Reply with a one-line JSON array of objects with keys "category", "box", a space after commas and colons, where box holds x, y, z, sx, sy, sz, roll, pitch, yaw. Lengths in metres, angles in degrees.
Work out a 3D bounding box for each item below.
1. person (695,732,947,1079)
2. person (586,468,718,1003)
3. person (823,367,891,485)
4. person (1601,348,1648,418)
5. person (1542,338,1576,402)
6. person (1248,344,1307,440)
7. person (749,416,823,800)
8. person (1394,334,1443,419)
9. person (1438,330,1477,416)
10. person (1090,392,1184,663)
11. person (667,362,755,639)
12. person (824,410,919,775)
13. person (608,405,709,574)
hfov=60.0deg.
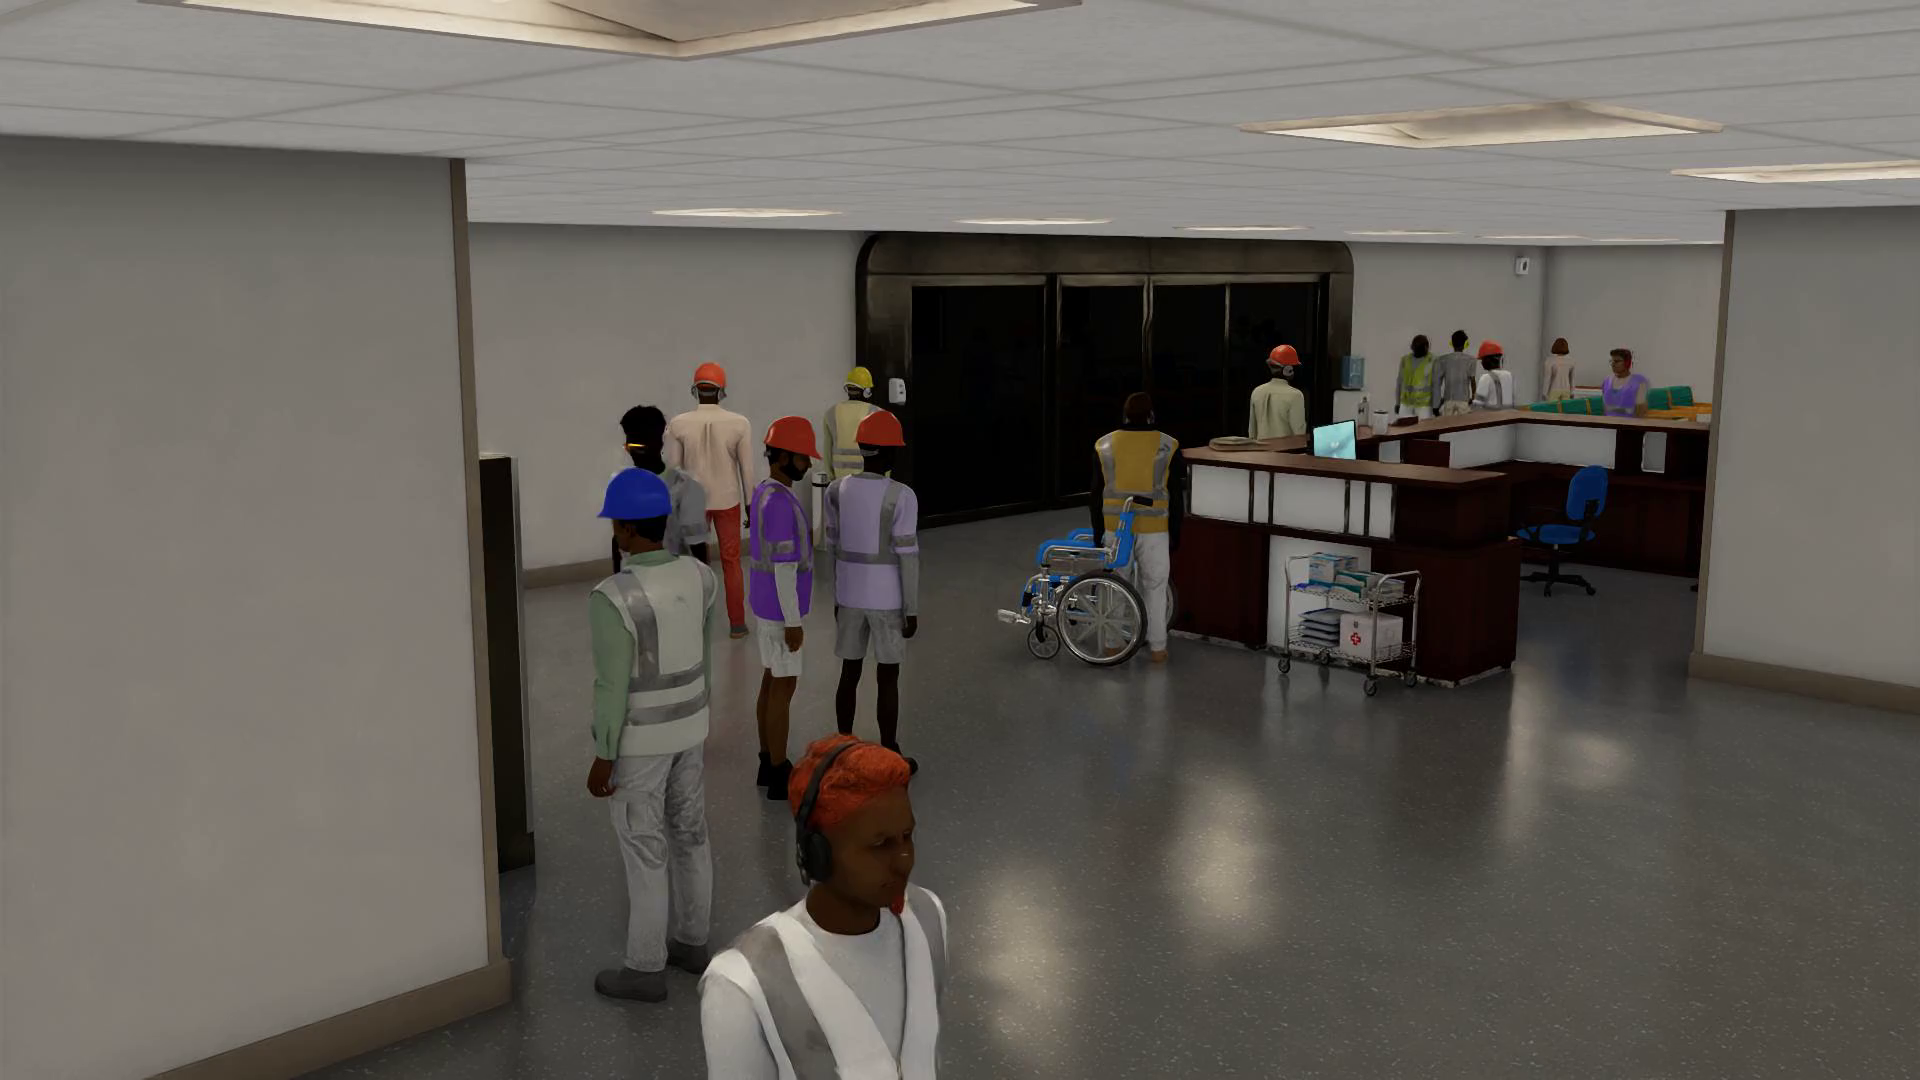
[{"category": "person", "box": [-0.210, 1.255, 2.900, 0.343, 1.881, 0.573, 7, 12, 36]}, {"category": "person", "box": [-1.124, 0.704, 6.072, 0.384, 1.948, 0.605, 5, 11, 29]}, {"category": "person", "box": [-0.859, -0.556, 14.157, 0.600, 1.829, 0.404, 3, 10, 18]}, {"category": "person", "box": [7.068, -1.130, 17.702, 0.581, 1.825, 0.584, -5, 10, -26]}, {"category": "person", "box": [8.915, -2.189, 24.777, 0.505, 1.633, 0.279, -2, 9, -11]}, {"category": "person", "box": [2.817, -0.722, 14.672, 0.381, 1.994, 0.622, -7, 12, -36]}, {"category": "person", "box": [-0.869, 0.339, 8.376, 0.374, 1.928, 0.542, -3, 10, -15]}, {"category": "person", "box": [6.050, -1.800, 21.852, 0.671, 1.813, 0.622, 9, 13, 42]}, {"category": "person", "box": [6.440, -1.788, 21.594, 0.515, 1.872, 0.333, 4, 10, 24]}, {"category": "person", "box": [1.196, -0.082, 11.259, 0.630, 1.835, 0.429, 2, 10, 13]}, {"category": "person", "box": [-1.779, -0.274, 11.926, 0.623, 1.992, 0.396, -1, 9, -7]}, {"category": "person", "box": [-0.437, 0.294, 8.655, 0.543, 1.930, 0.388, 5, 10, 26]}, {"category": "person", "box": [-1.622, 0.254, 8.808, 0.647, 1.948, 0.439, 4, 10, 25]}]
